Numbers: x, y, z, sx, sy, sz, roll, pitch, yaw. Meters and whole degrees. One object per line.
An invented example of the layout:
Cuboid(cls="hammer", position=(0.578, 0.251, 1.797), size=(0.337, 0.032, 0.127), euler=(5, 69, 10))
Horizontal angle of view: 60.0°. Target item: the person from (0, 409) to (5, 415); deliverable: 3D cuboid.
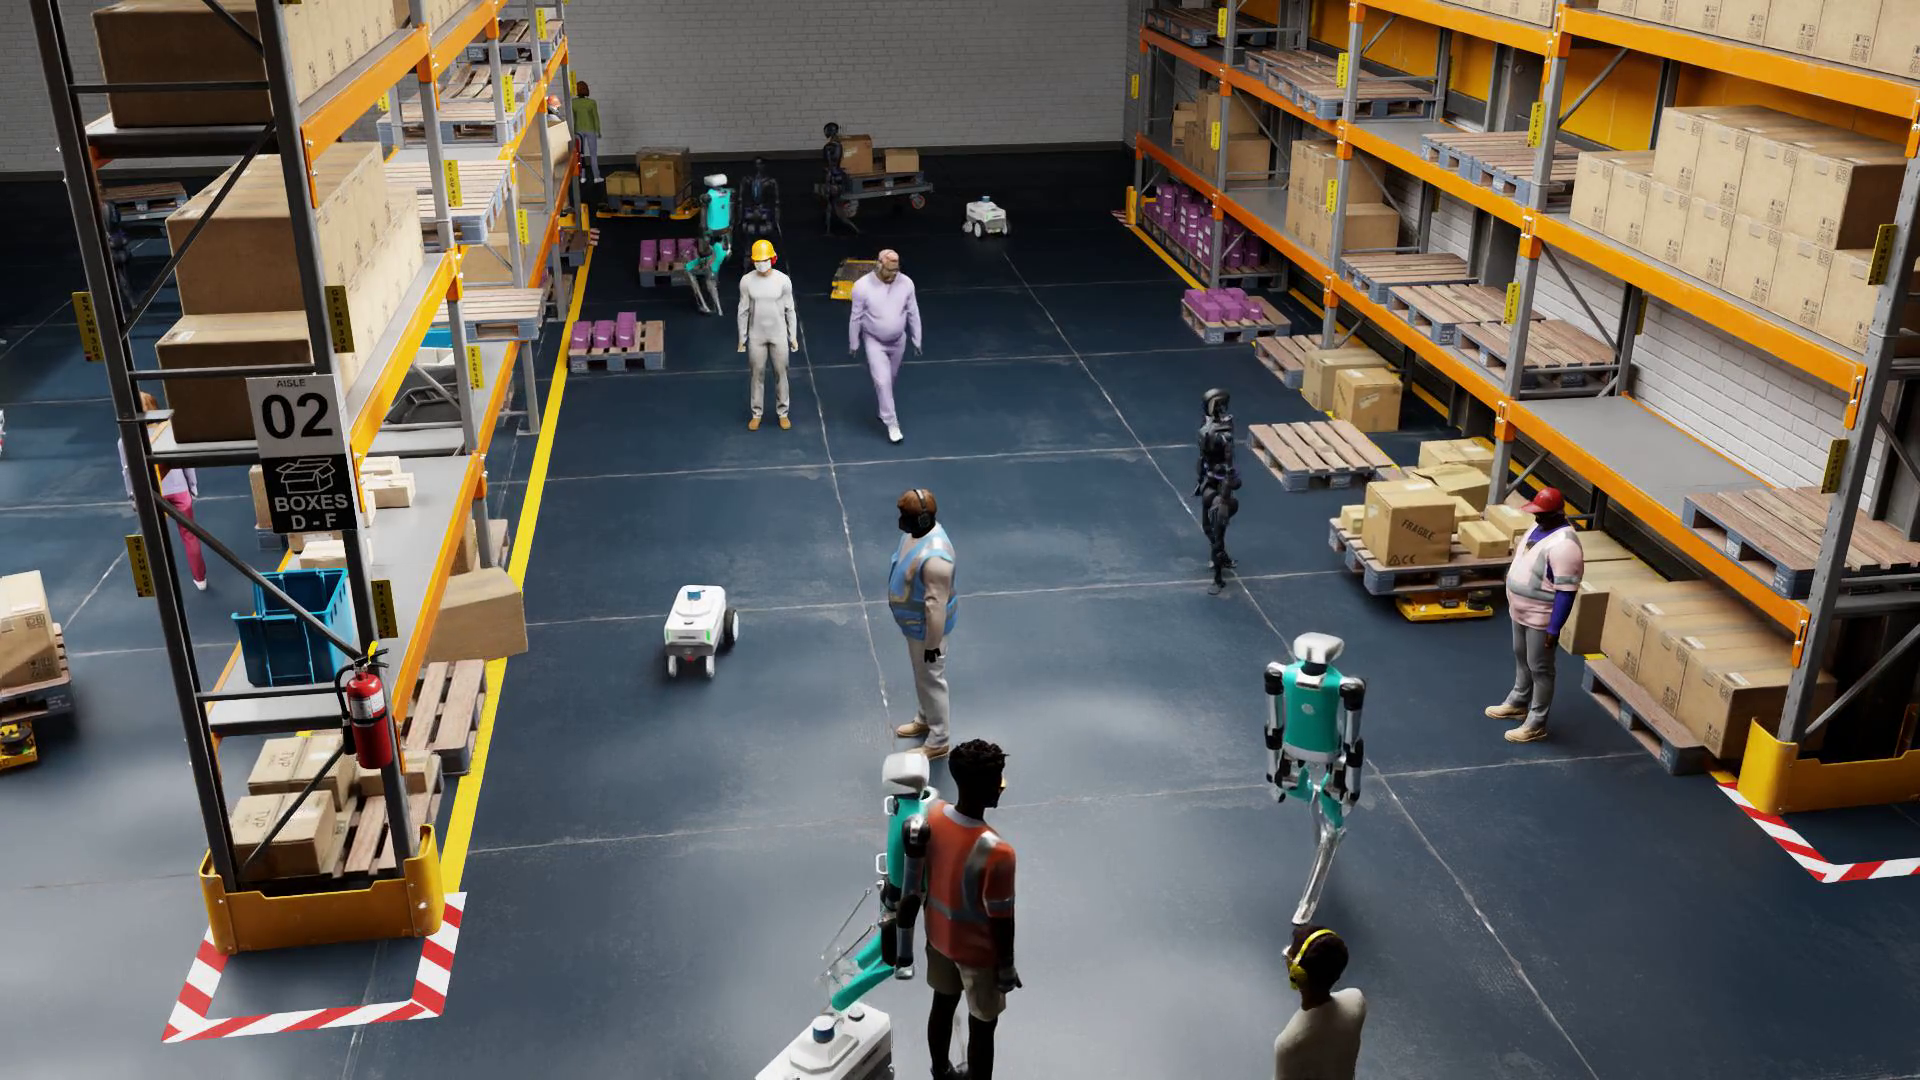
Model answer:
Cuboid(cls="person", position=(-9.893, -2.118, 16.429), size=(0.430, 1.945, 0.493), euler=(14, 27, 29))

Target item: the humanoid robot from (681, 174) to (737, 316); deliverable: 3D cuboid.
Cuboid(cls="humanoid robot", position=(-3.039, -3.475, 19.837), size=(0.807, 1.823, 0.533), euler=(18, 29, 35))

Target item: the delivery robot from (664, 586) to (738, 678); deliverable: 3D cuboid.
Cuboid(cls="delivery robot", position=(-1.889, 0.605, 11.926), size=(0.499, 0.581, 0.768), euler=(0, 24, 1))

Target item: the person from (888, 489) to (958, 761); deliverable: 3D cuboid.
Cuboid(cls="person", position=(-0.236, 0.529, 10.536), size=(0.430, 1.837, 0.632), euler=(-5, 24, -12))

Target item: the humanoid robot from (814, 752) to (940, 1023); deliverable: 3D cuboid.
Cuboid(cls="humanoid robot", position=(-0.436, 1.814, 7.741), size=(0.692, 1.799, 0.531), euler=(-2, 24, -3))

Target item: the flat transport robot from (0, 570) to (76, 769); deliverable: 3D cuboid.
Cuboid(cls="flat transport robot", position=(-6.544, 1.161, 11.033), size=(0.659, 0.231, 1.431), euler=(-13, 27, -27))

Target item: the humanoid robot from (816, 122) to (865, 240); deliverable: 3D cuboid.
Cuboid(cls="humanoid robot", position=(-1.704, -5.081, 23.550), size=(0.699, 1.640, 0.608), euler=(4, 24, 9))

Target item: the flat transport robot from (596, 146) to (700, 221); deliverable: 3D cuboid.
Cuboid(cls="flat transport robot", position=(-4.694, -5.004, 25.079), size=(1.431, 0.231, 0.659), euler=(2, 24, 5))

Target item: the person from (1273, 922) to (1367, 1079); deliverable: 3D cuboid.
Cuboid(cls="person", position=(1.324, 2.305, 6.456), size=(0.538, 1.862, 0.342), euler=(-21, 31, -40))

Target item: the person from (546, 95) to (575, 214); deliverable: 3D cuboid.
Cuboid(cls="person", position=(-6.094, -5.817, 25.081), size=(0.561, 1.751, 0.340), euler=(12, 26, 25))

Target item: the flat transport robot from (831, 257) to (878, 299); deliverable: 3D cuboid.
Cuboid(cls="flat transport robot", position=(-1.249, -3.345, 21.298), size=(0.659, 0.231, 1.431), euler=(1, 24, 2))

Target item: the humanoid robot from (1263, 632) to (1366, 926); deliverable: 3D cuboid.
Cuboid(cls="humanoid robot", position=(2.017, 1.197, 9.148), size=(0.556, 1.781, 0.954), euler=(12, 27, 26))

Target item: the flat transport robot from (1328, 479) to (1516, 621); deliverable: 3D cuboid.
Cuboid(cls="flat transport robot", position=(3.597, 0.245, 13.119), size=(0.659, 0.231, 1.431), euler=(-3, 24, -7))

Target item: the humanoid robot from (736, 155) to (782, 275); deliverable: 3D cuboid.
Cuboid(cls="humanoid robot", position=(-2.568, -4.077, 21.224), size=(0.610, 1.641, 0.386), euler=(3, 24, 8))

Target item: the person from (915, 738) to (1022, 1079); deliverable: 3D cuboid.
Cuboid(cls="person", position=(0.039, 1.781, 7.515), size=(0.369, 1.963, 0.606), euler=(-20, 31, -38))

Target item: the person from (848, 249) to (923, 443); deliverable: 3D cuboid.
Cuboid(cls="person", position=(-0.678, -1.888, 16.020), size=(0.687, 1.839, 1.007), euler=(-12, 26, -25))

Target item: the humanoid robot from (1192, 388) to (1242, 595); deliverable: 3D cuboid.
Cuboid(cls="humanoid robot", position=(2.043, -0.407, 12.862), size=(0.467, 1.647, 0.602), euler=(-6, 24, -14))

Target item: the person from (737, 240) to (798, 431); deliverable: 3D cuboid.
Cuboid(cls="person", position=(-1.876, -1.989, 16.189), size=(0.581, 1.894, 0.370), euler=(-1, 24, -3))

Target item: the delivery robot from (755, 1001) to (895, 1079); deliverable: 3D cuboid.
Cuboid(cls="delivery robot", position=(-0.634, 2.479, 7.678), size=(0.499, 0.598, 0.789), euler=(14, 27, 29))

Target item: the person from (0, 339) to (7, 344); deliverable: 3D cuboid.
Cuboid(cls="person", position=(-11.113, -3.006, 18.682), size=(0.336, 1.747, 0.563), euler=(4, 24, 9))

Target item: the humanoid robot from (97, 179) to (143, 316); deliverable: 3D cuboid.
Cuboid(cls="humanoid robot", position=(-10.110, -3.471, 19.842), size=(0.375, 1.636, 0.598), euler=(5, 24, 11))

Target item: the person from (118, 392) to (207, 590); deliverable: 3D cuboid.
Cuboid(cls="person", position=(-6.119, -0.346, 12.777), size=(0.498, 1.629, 0.287), euler=(-15, 28, -31))

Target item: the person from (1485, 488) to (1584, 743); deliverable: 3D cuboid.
Cuboid(cls="person", position=(3.723, 0.471, 10.763), size=(0.420, 1.746, 0.622), euler=(-2, 24, -5))

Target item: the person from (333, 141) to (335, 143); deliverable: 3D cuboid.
Cuboid(cls="person", position=(-9.590, -5.859, 25.112), size=(0.824, 1.809, 0.612), euler=(2, 24, 5))

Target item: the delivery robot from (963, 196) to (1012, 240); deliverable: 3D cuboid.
Cuboid(cls="delivery robot", position=(0.384, -4.632, 23.856), size=(0.499, 0.579, 0.750), euler=(-10, 26, -22))

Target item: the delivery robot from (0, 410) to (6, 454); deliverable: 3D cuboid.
Cuboid(cls="delivery robot", position=(-9.351, -0.979, 15.542), size=(0.752, 0.587, 0.525), euler=(-10, 26, -22))

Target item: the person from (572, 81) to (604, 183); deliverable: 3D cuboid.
Cuboid(cls="person", position=(-6.106, -6.649, 27.124), size=(0.498, 1.633, 0.282), euler=(2, 24, 5))
